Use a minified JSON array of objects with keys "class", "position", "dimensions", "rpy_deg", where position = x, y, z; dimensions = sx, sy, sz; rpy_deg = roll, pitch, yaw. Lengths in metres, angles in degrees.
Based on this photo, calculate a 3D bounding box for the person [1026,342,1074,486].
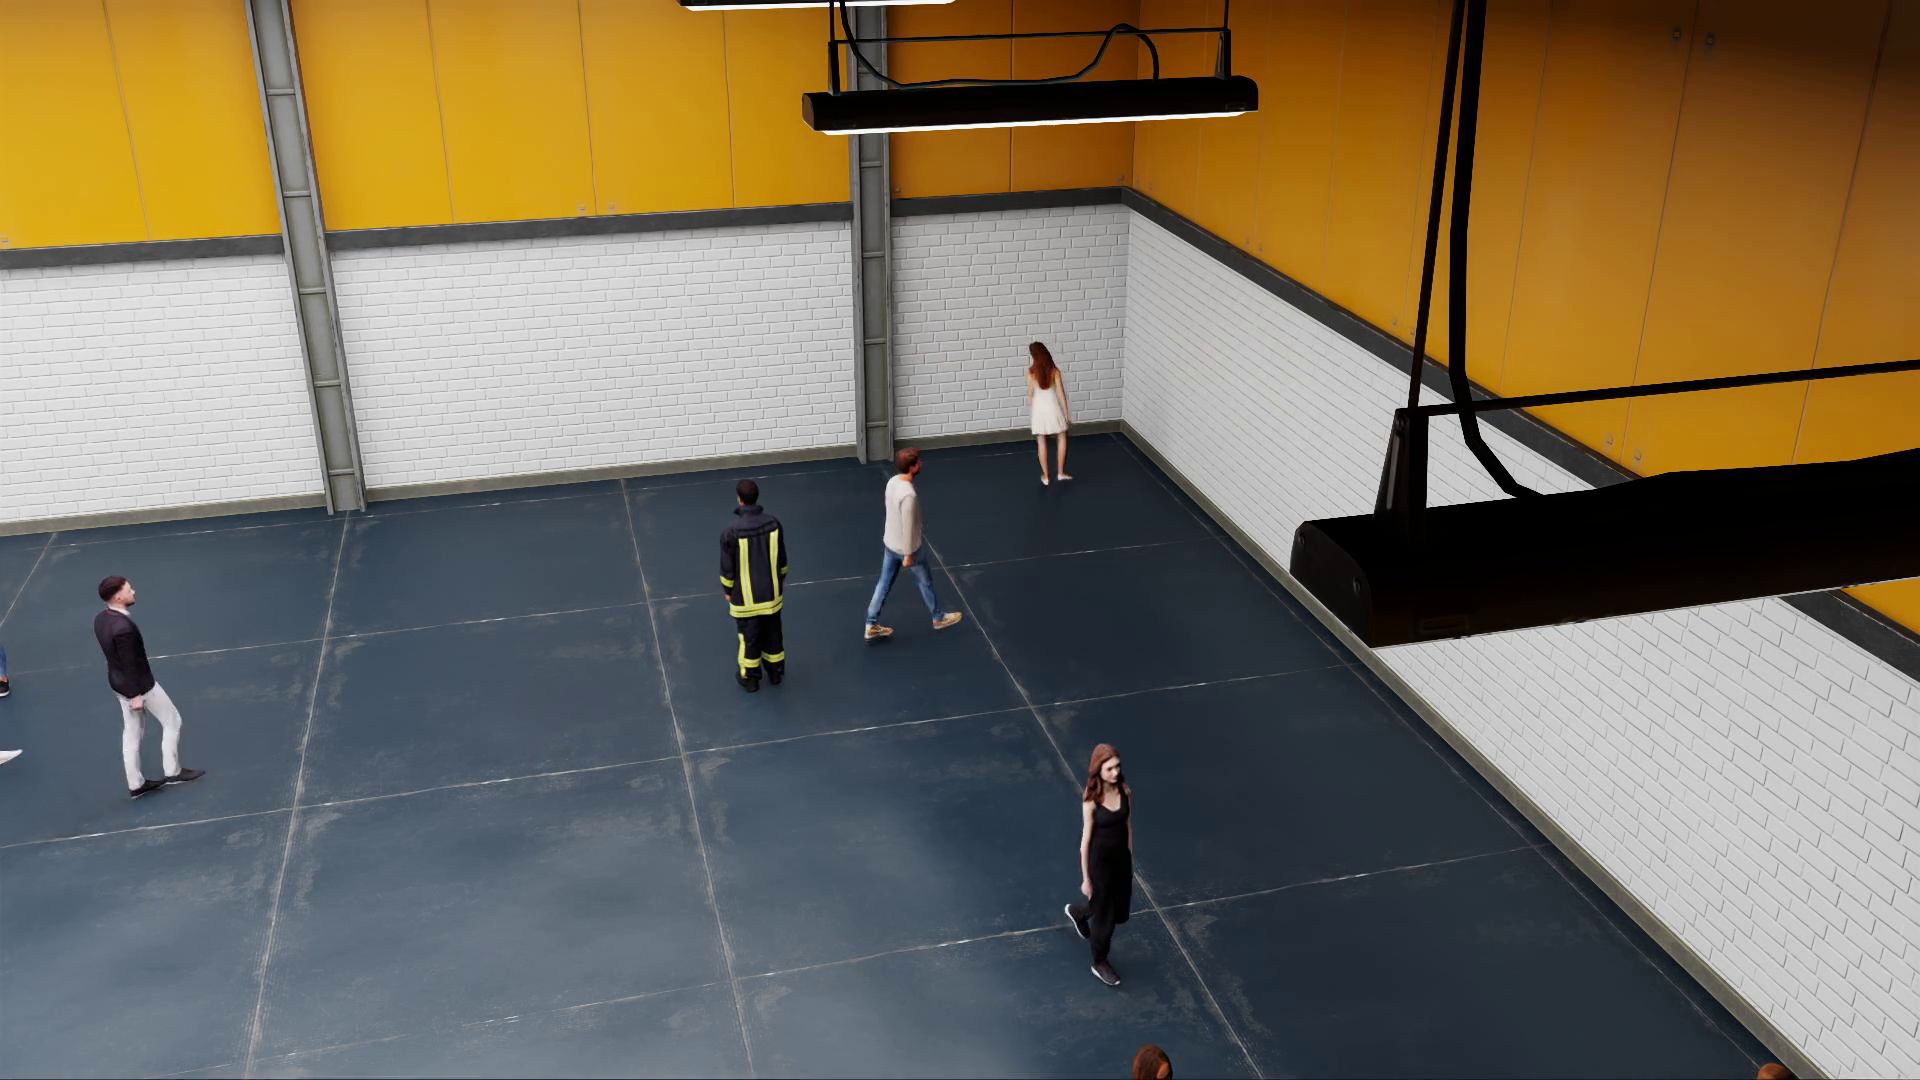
[{"class":"person","position":[0.990,-1.417,18.840],"dimensions":[0.731,1.661,0.874],"rpy_deg":[9,25,19]}]

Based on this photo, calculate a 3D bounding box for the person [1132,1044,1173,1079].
[{"class":"person","position":[0.908,3.196,8.259],"dimensions":[0.630,1.683,0.755],"rpy_deg":[-19,30,-37]}]

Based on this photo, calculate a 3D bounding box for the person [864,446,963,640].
[{"class":"person","position":[-0.599,0.080,15.179],"dimensions":[1.251,1.851,0.849],"rpy_deg":[-11,26,-24]}]

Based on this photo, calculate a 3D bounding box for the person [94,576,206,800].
[{"class":"person","position":[-6.420,1.160,12.736],"dimensions":[0.891,1.827,0.952],"rpy_deg":[20,31,38]}]

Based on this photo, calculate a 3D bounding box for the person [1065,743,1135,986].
[{"class":"person","position":[0.886,2.053,10.812],"dimensions":[0.870,1.732,0.848],"rpy_deg":[-18,29,-35]}]

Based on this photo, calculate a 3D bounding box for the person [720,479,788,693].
[{"class":"person","position":[-1.774,0.383,14.391],"dimensions":[0.719,1.926,0.919],"rpy_deg":[-13,27,-28]}]
